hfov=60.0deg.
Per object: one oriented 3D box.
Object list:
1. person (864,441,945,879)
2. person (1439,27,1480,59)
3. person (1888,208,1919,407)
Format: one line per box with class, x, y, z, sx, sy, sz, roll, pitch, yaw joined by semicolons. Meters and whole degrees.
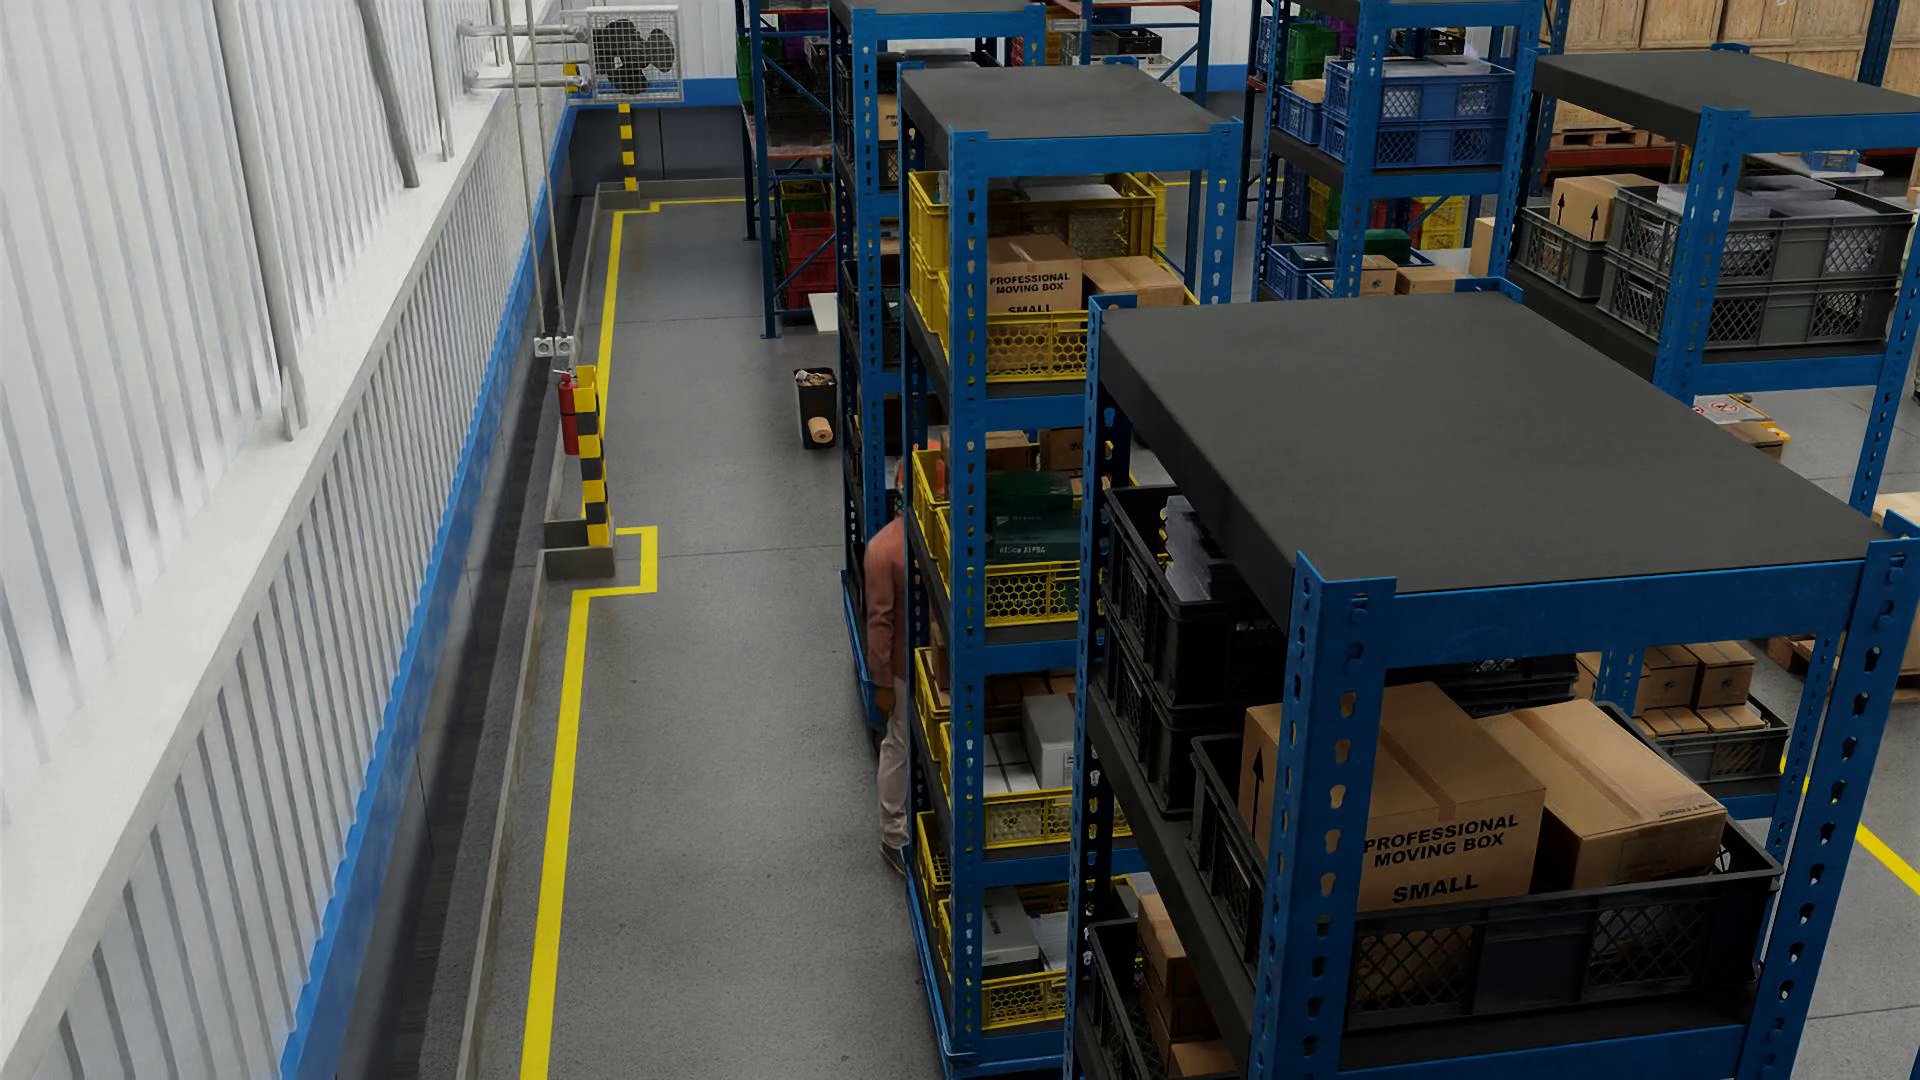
person;-0.140;0.506;7.120;0.397;1.990;0.623;19;31;35
person;5.676;-5.062;19.303;0.374;1.933;0.625;-16;29;-31
person;7.315;-1.886;12.511;0.602;1.829;0.404;5;25;11
